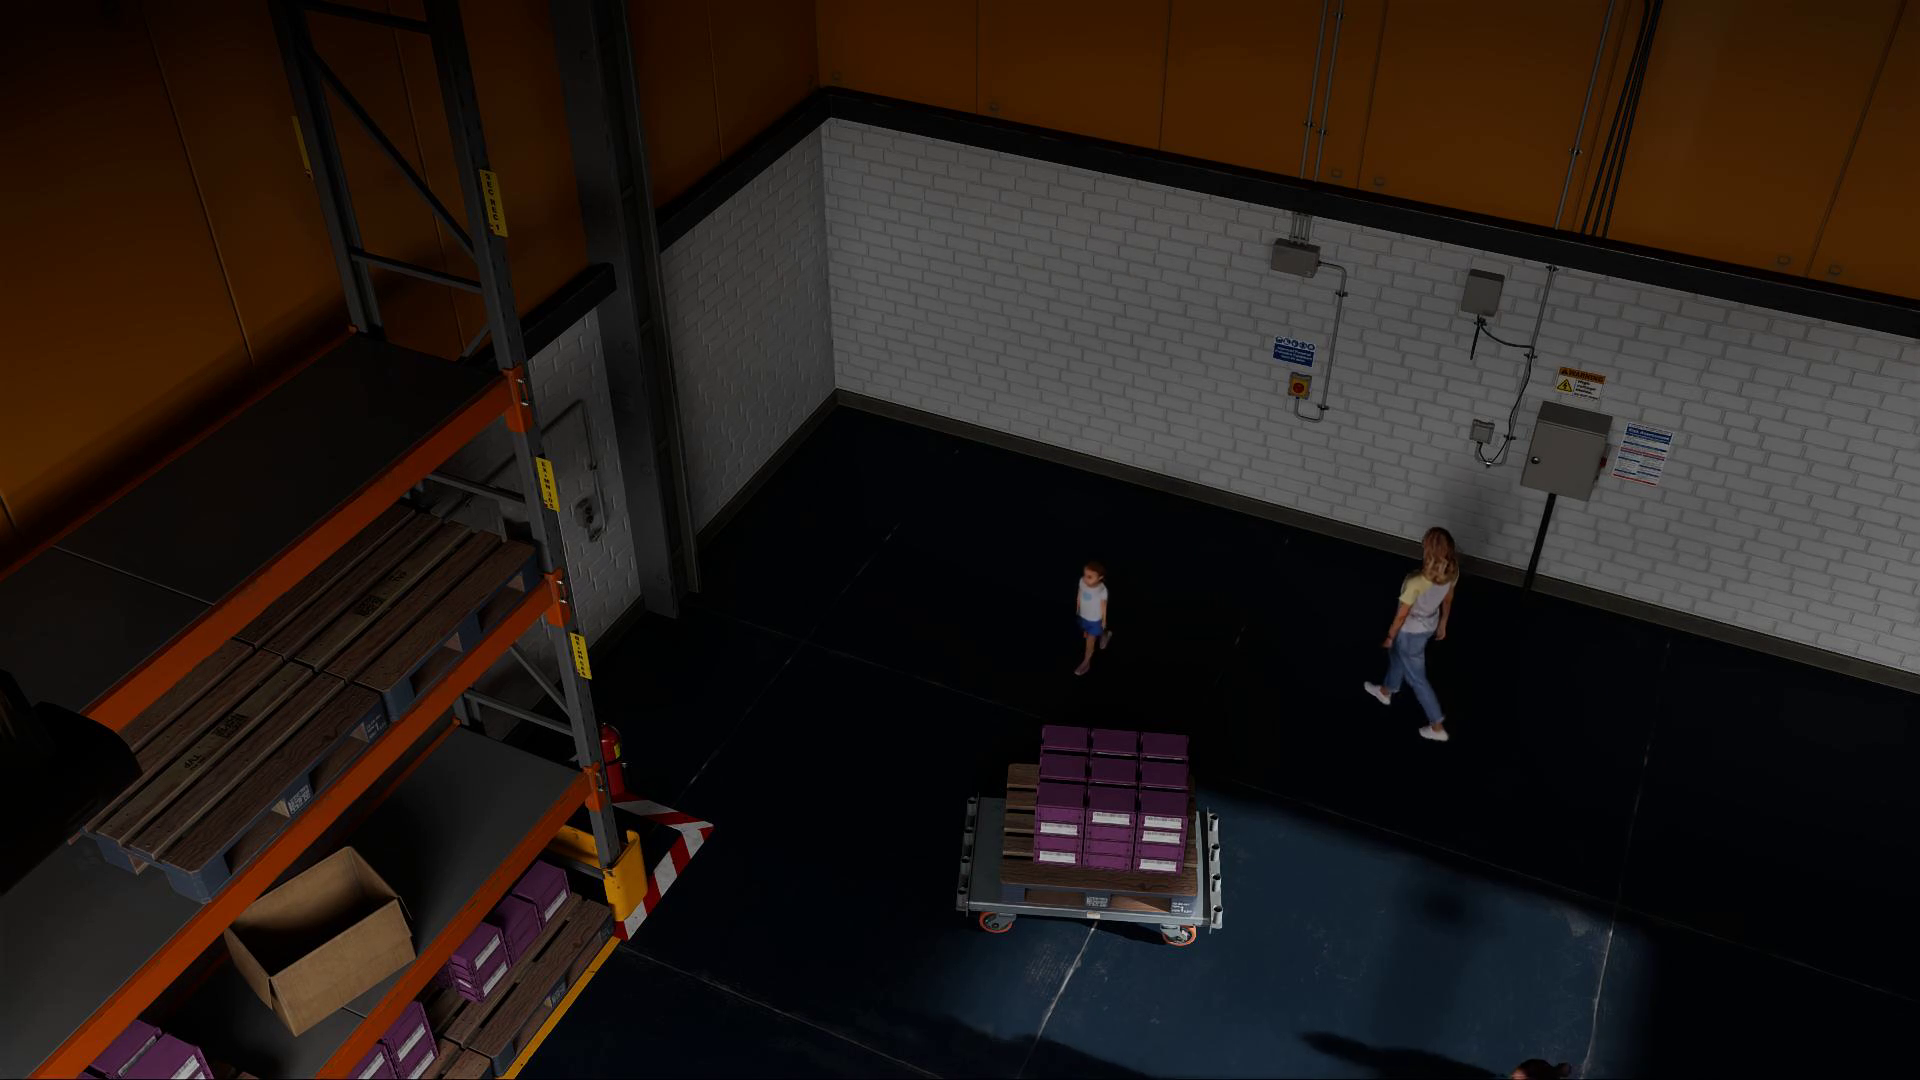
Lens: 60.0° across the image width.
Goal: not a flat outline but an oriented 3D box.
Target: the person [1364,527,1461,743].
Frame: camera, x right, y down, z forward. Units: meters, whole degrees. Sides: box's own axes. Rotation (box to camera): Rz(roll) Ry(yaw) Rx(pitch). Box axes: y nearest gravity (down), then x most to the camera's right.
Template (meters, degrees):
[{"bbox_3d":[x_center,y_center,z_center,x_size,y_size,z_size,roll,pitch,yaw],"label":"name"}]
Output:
[{"bbox_3d":[3.214,0.690,11.474,1.085,1.692,1.005,-25,45,-28],"label":"person"}]

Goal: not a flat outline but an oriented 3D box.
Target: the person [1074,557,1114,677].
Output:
[{"bbox_3d":[1.008,0.524,12.227,0.700,1.010,0.544,-32,48,-34],"label":"person"}]
